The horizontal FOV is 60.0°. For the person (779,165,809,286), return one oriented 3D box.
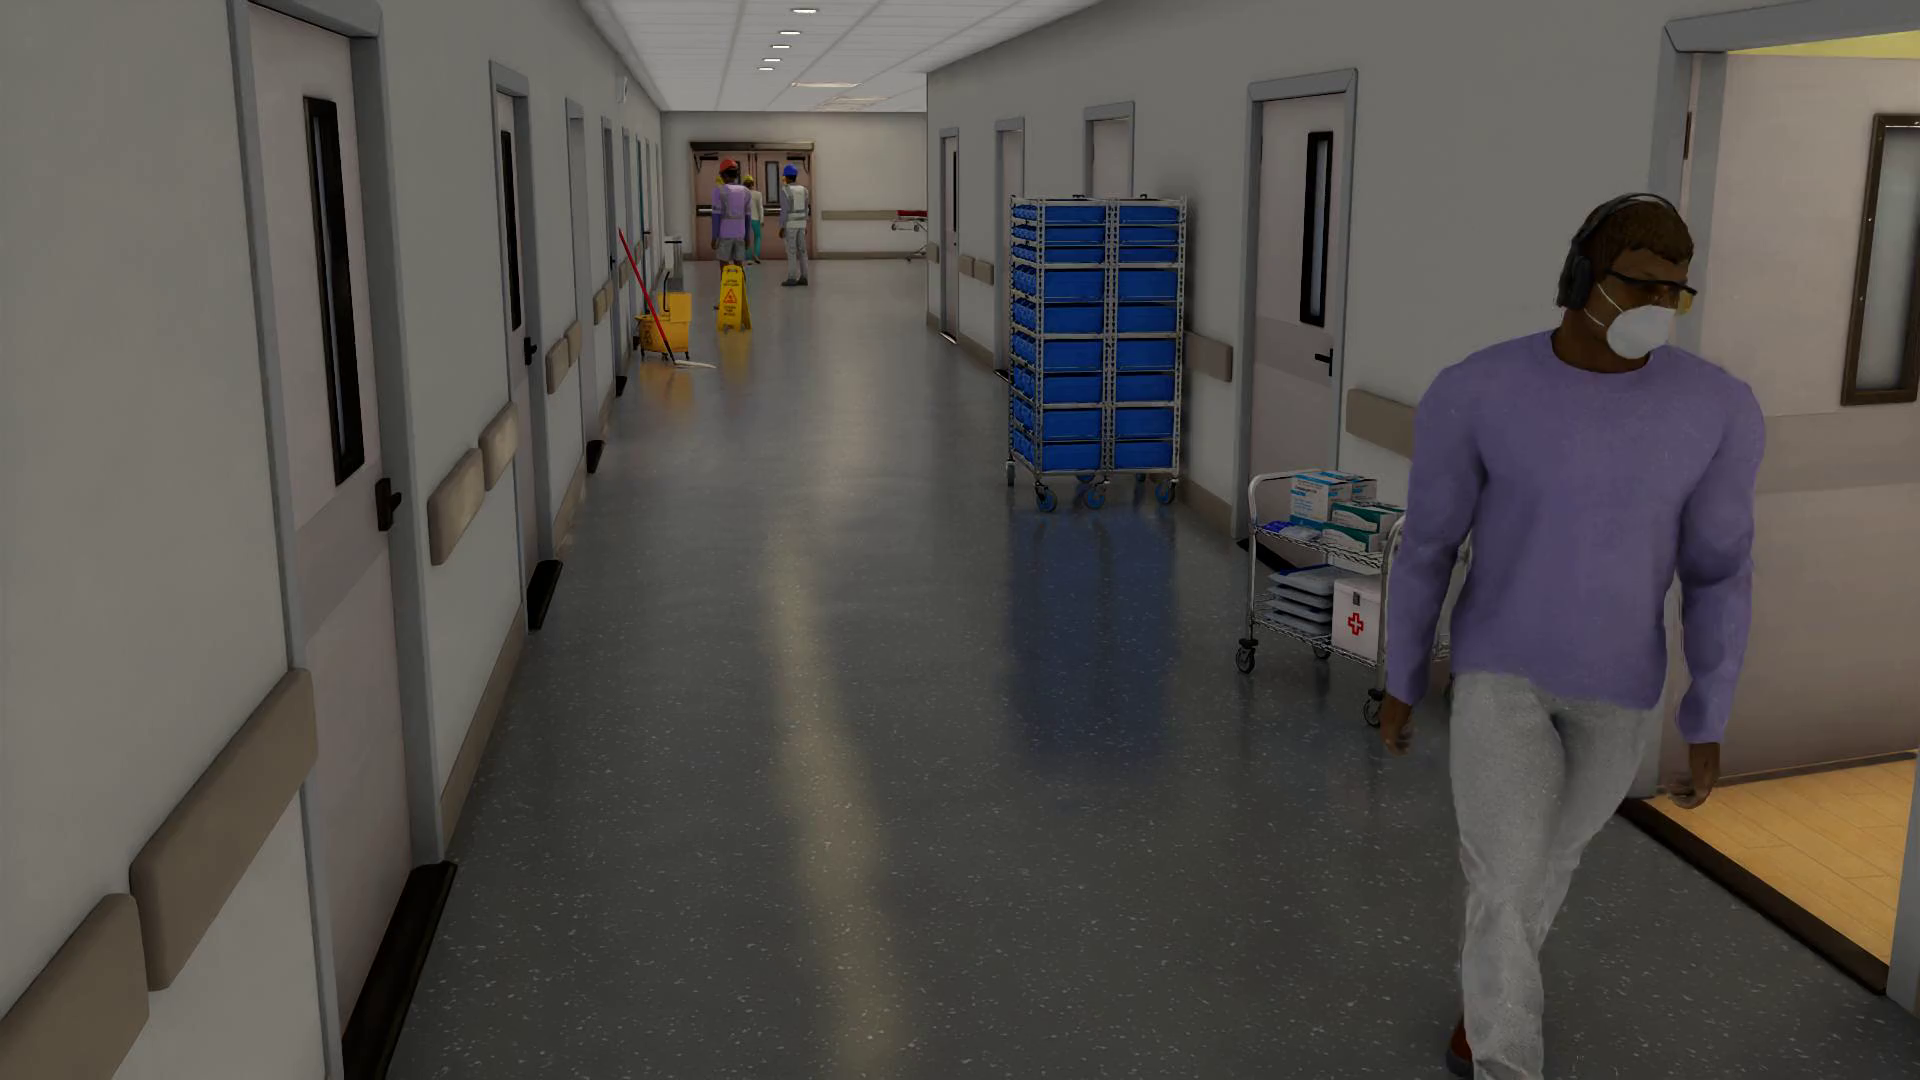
[{"bbox_3d":[-2.709,-5.099,26.999,0.405,1.946,0.609,10,16,38],"label":"person"}]

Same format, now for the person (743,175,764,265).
[{"bbox_3d":[-4.148,-6.333,32.891,0.554,1.750,0.489,0,13,0],"label":"person"}]

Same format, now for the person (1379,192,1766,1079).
[{"bbox_3d":[1.157,0.296,3.194,0.647,1.883,0.977,1,13,6],"label":"person"}]

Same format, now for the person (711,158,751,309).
[{"bbox_3d":[-3.123,-4.152,22.615,0.619,2.030,0.404,-12,17,-42],"label":"person"}]
